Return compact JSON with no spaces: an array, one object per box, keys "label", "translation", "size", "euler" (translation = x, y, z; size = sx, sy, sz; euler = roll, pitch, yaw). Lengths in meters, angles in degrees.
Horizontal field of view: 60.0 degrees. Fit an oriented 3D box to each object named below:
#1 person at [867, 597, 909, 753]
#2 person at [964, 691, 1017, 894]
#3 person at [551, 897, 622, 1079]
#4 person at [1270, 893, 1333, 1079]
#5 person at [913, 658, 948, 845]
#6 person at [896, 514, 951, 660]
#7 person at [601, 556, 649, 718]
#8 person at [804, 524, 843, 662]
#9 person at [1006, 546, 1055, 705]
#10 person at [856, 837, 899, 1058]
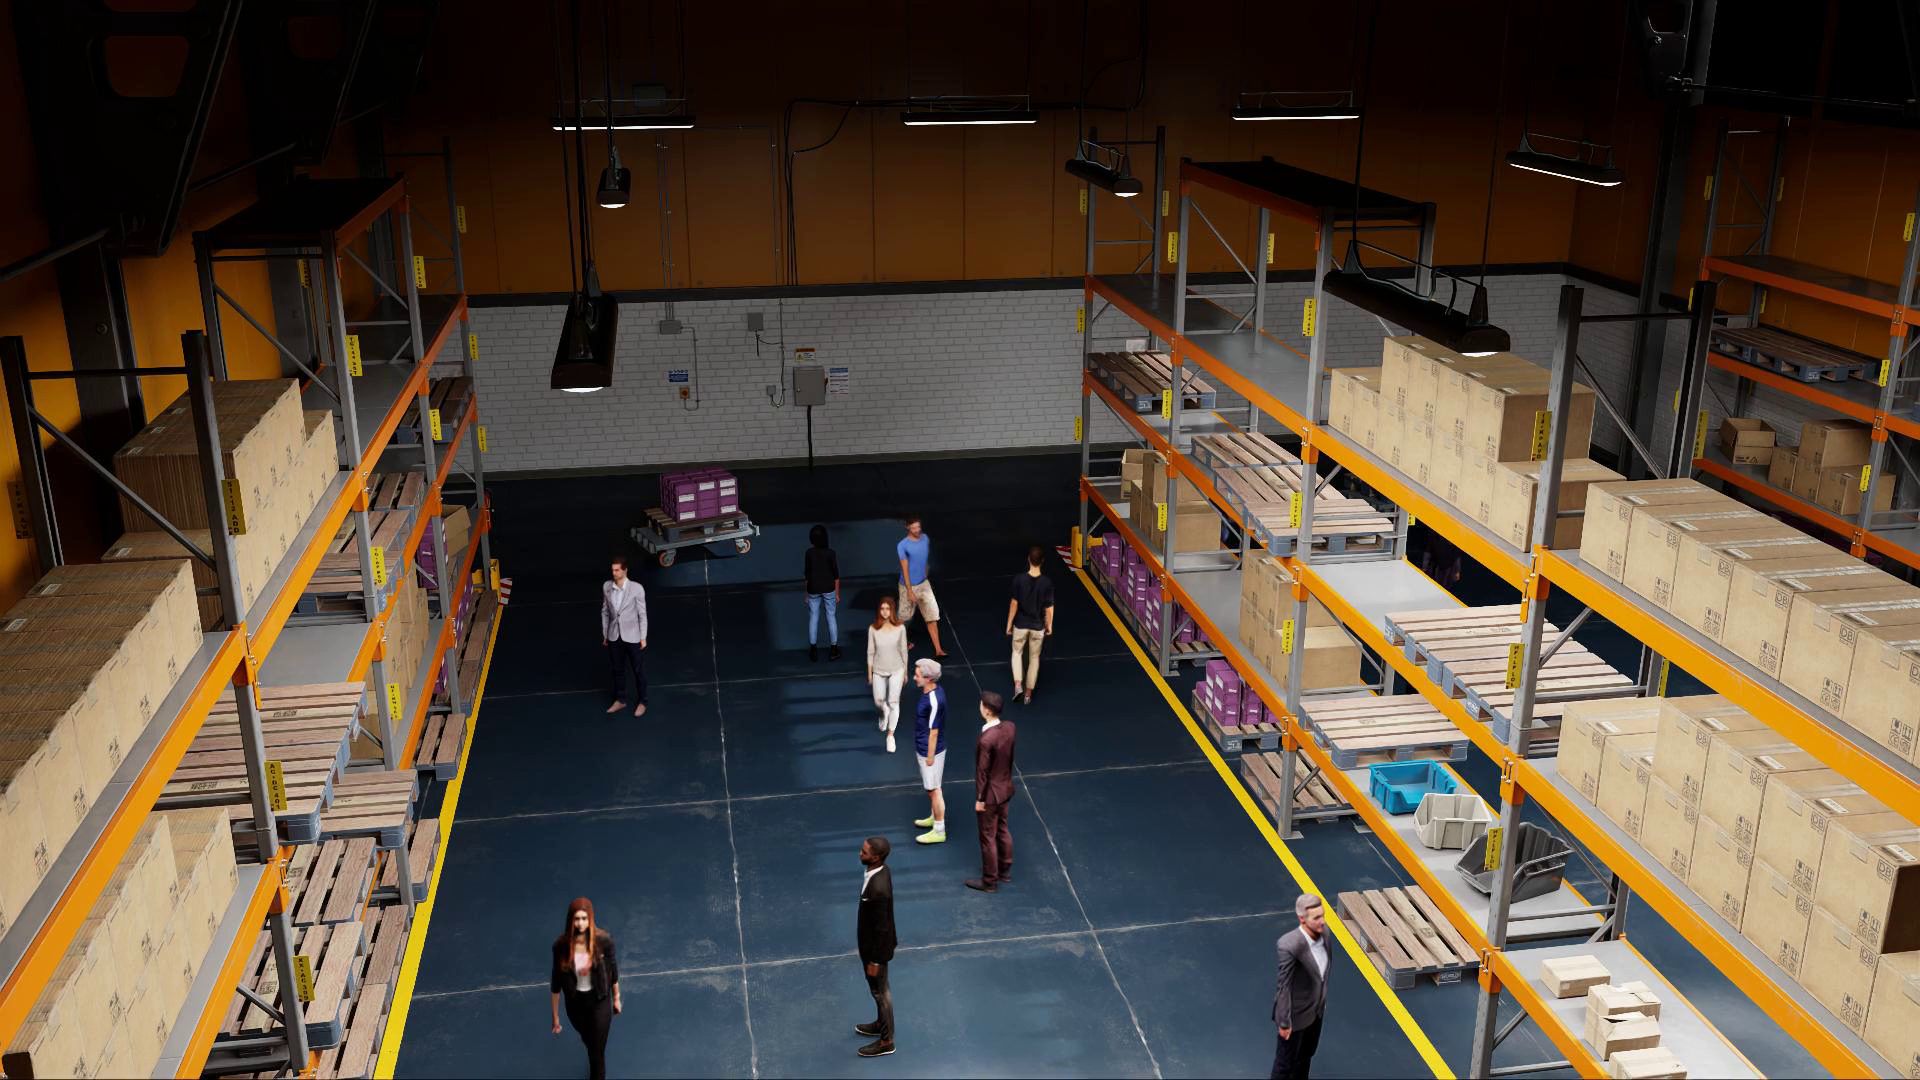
[{"label":"person","translation":[-0.757,1.377,17.699],"size":[0.673,1.690,0.903],"euler":[0,19,0]},{"label":"person","translation":[0.316,2.242,14.864],"size":[0.834,1.858,0.767],"euler":[12,22,32]},{"label":"person","translation":[-2.678,3.305,12.011],"size":[0.713,1.666,1.161],"euler":[-1,19,-4]},{"label":"person","translation":[2.411,3.302,11.744],"size":[0.824,1.842,0.805],"euler":[17,25,41]},{"label":"person","translation":[-0.271,1.964,15.730],"size":[0.695,1.834,0.493],"euler":[-2,19,-6]},{"label":"person","translation":[-0.619,0.537,20.005],"size":[1.070,1.810,1.319],"euler":[-16,24,-39]},{"label":"person","translation":[-3.701,1.046,18.431],"size":[0.758,1.850,0.733],"euler":[6,19,16]},{"label":"person","translation":[-1.657,0.629,19.901],"size":[0.610,1.702,0.588],"euler":[0,19,1]},{"label":"person","translation":[0.782,1.010,18.570],"size":[0.783,1.830,0.855],"euler":[0,19,-1]},{"label":"person","translation":[-0.626,3.046,12.571],"size":[0.733,1.799,0.518],"euler":[-1,19,-4]}]
